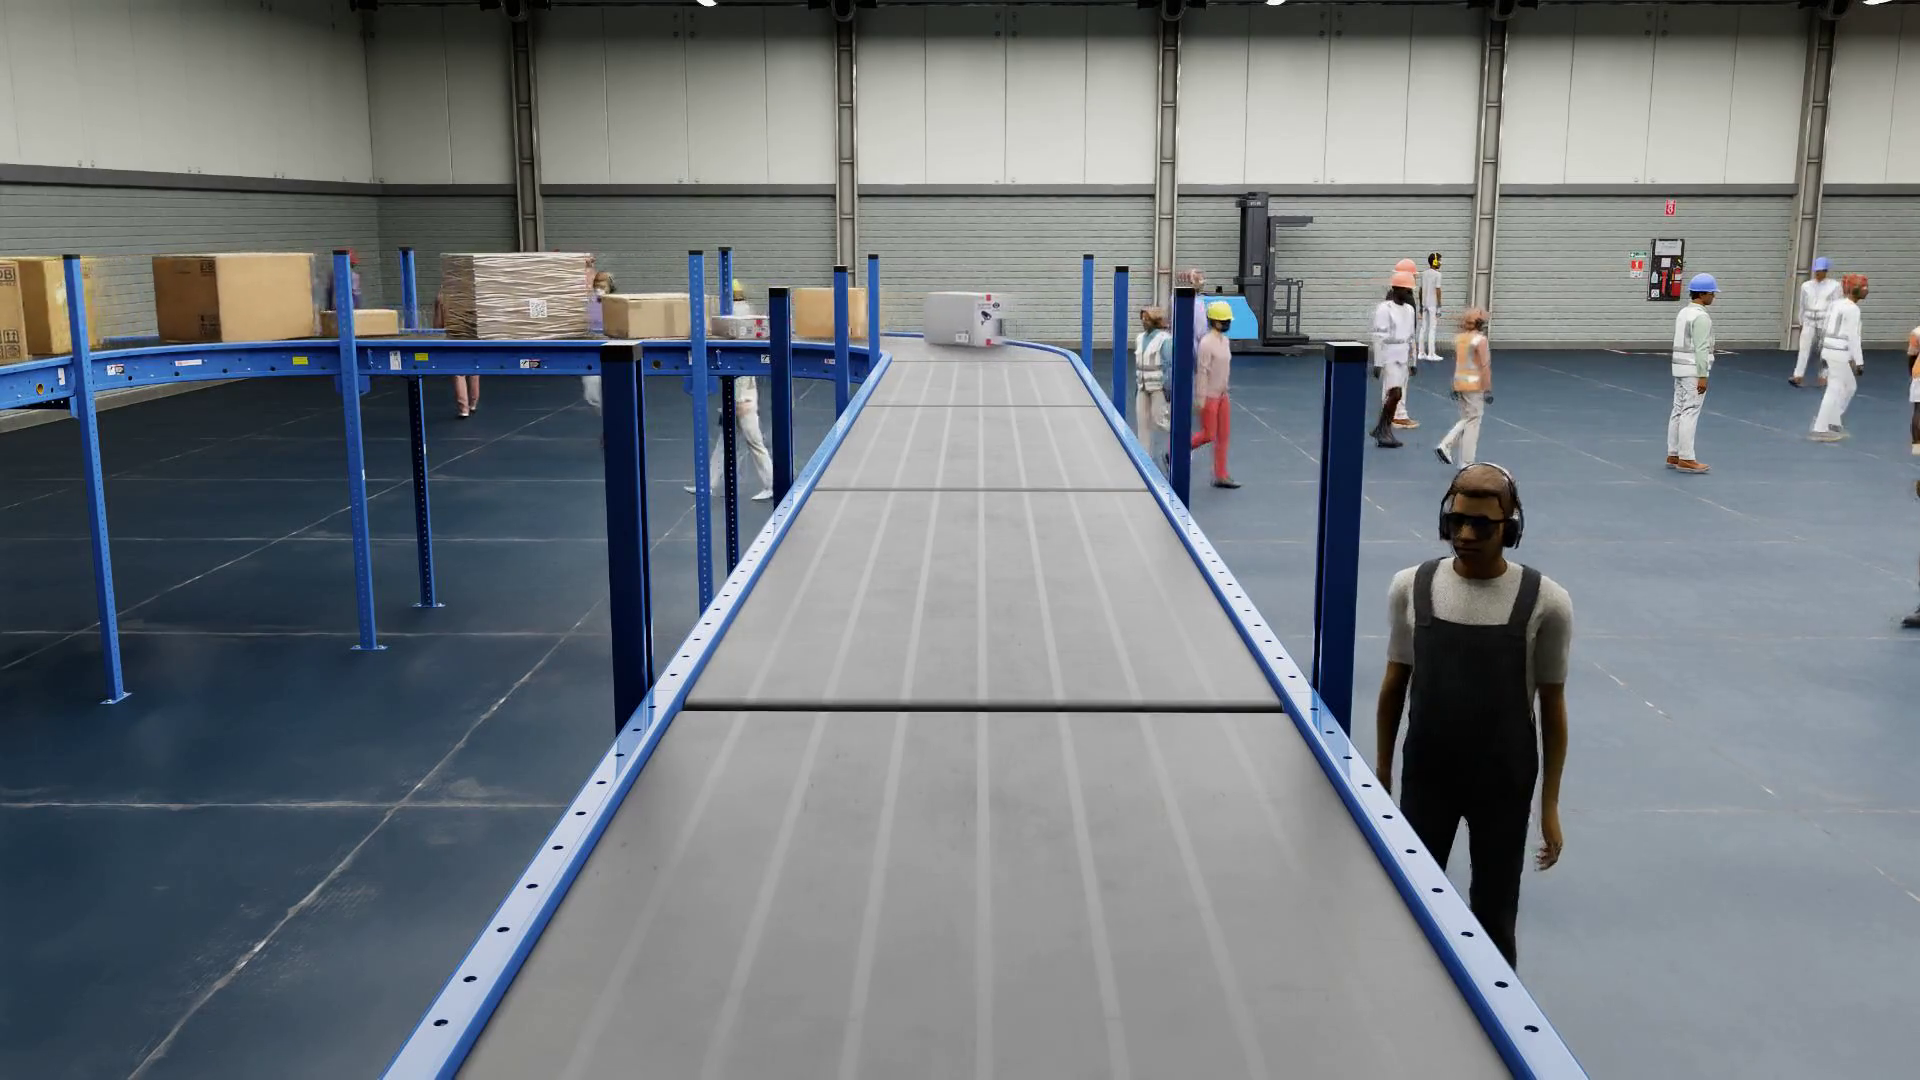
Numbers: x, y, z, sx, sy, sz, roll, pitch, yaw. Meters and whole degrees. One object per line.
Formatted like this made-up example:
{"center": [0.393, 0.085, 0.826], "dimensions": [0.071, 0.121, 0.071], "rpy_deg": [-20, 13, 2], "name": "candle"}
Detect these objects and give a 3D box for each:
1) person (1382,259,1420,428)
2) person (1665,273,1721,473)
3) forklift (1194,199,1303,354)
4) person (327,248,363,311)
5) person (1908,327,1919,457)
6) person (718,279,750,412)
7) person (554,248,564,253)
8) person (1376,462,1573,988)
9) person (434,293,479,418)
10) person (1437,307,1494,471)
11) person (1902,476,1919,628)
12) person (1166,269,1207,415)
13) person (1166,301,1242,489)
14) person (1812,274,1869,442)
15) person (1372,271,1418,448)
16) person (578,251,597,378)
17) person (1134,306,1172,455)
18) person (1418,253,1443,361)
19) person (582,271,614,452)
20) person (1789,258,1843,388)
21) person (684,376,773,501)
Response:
{"center": [5.289, -2.354, 19.942], "dimensions": [0.375, 1.995, 0.609], "rpy_deg": [-2, 11, -12], "name": "person"}
{"center": [7.265, -1.658, 16.483], "dimensions": [0.394, 1.946, 0.618], "rpy_deg": [1, 11, 3], "name": "person"}
{"center": [5.313, -4.851, 30.603], "dimensions": [1.873, 2.768, 1.129], "rpy_deg": [0, 11, 1], "name": "forklift"}
{"center": [-10.132, -3.798, 27.403], "dimensions": [0.727, 1.985, 0.441], "rpy_deg": [7, 13, 32], "name": "person"}
{"center": [10.261, -1.715, 17.487], "dimensions": [0.554, 1.658, 0.794], "rpy_deg": [11, 15, 44], "name": "person"}
{"center": [-2.898, -2.412, 20.926], "dimensions": [0.738, 1.713, 0.512], "rpy_deg": [6, 12, 27], "name": "person"}
{"center": [-7.506, -4.521, 31.295], "dimensions": [0.643, 1.912, 0.410], "rpy_deg": [-4, 12, -21], "name": "person"}
{"center": [1.415, 0.695, 4.654], "dimensions": [0.550, 1.840, 0.392], "rpy_deg": [6, 12, 27], "name": "person"}
{"center": [-6.305, -2.492, 21.047], "dimensions": [0.641, 1.843, 1.031], "rpy_deg": [-5, 12, -22], "name": "person"}
{"center": [5.046, -1.489, 16.465], "dimensions": [0.394, 1.623, 0.517], "rpy_deg": [-2, 11, -12], "name": "person"}
{"center": [6.177, -0.396, 10.155], "dimensions": [0.742, 1.898, 0.402], "rpy_deg": [-1, 11, -4], "name": "person"}
{"center": [2.868, -2.517, 21.148], "dimensions": [0.988, 1.862, 0.660], "rpy_deg": [6, 12, 26], "name": "person"}
{"center": [2.293, -1.358, 15.487], "dimensions": [0.625, 1.744, 0.539], "rpy_deg": [7, 13, 32], "name": "person"}
{"center": [9.926, -2.041, 18.675], "dimensions": [0.600, 1.860, 0.657], "rpy_deg": [2, 11, 11], "name": "person"}
{"center": [4.739, -1.957, 18.094], "dimensions": [0.570, 1.916, 0.440], "rpy_deg": [-8, 14, -37], "name": "person"}
{"center": [-5.843, -3.576, 26.293], "dimensions": [0.437, 1.981, 0.635], "rpy_deg": [7, 13, 32], "name": "person"}
{"center": [1.981, -1.522, 16.618], "dimensions": [0.575, 1.628, 0.524], "rpy_deg": [-7, 13, -33], "name": "person"}
{"center": [8.291, -4.109, 29.296], "dimensions": [0.332, 1.866, 0.514], "rpy_deg": [-6, 12, -27], "name": "person"}
{"center": [-3.784, -1.900, 17.783], "dimensions": [0.662, 1.924, 0.434], "rpy_deg": [4, 12, 18], "name": "person"}
{"center": [12.531, -3.164, 24.334], "dimensions": [0.984, 1.895, 0.625], "rpy_deg": [-11, 15, -43], "name": "person"}
{"center": [-2.004, -1.128, 14.673], "dimensions": [0.850, 1.594, 0.522], "rpy_deg": [-4, 12, -18], "name": "person"}
